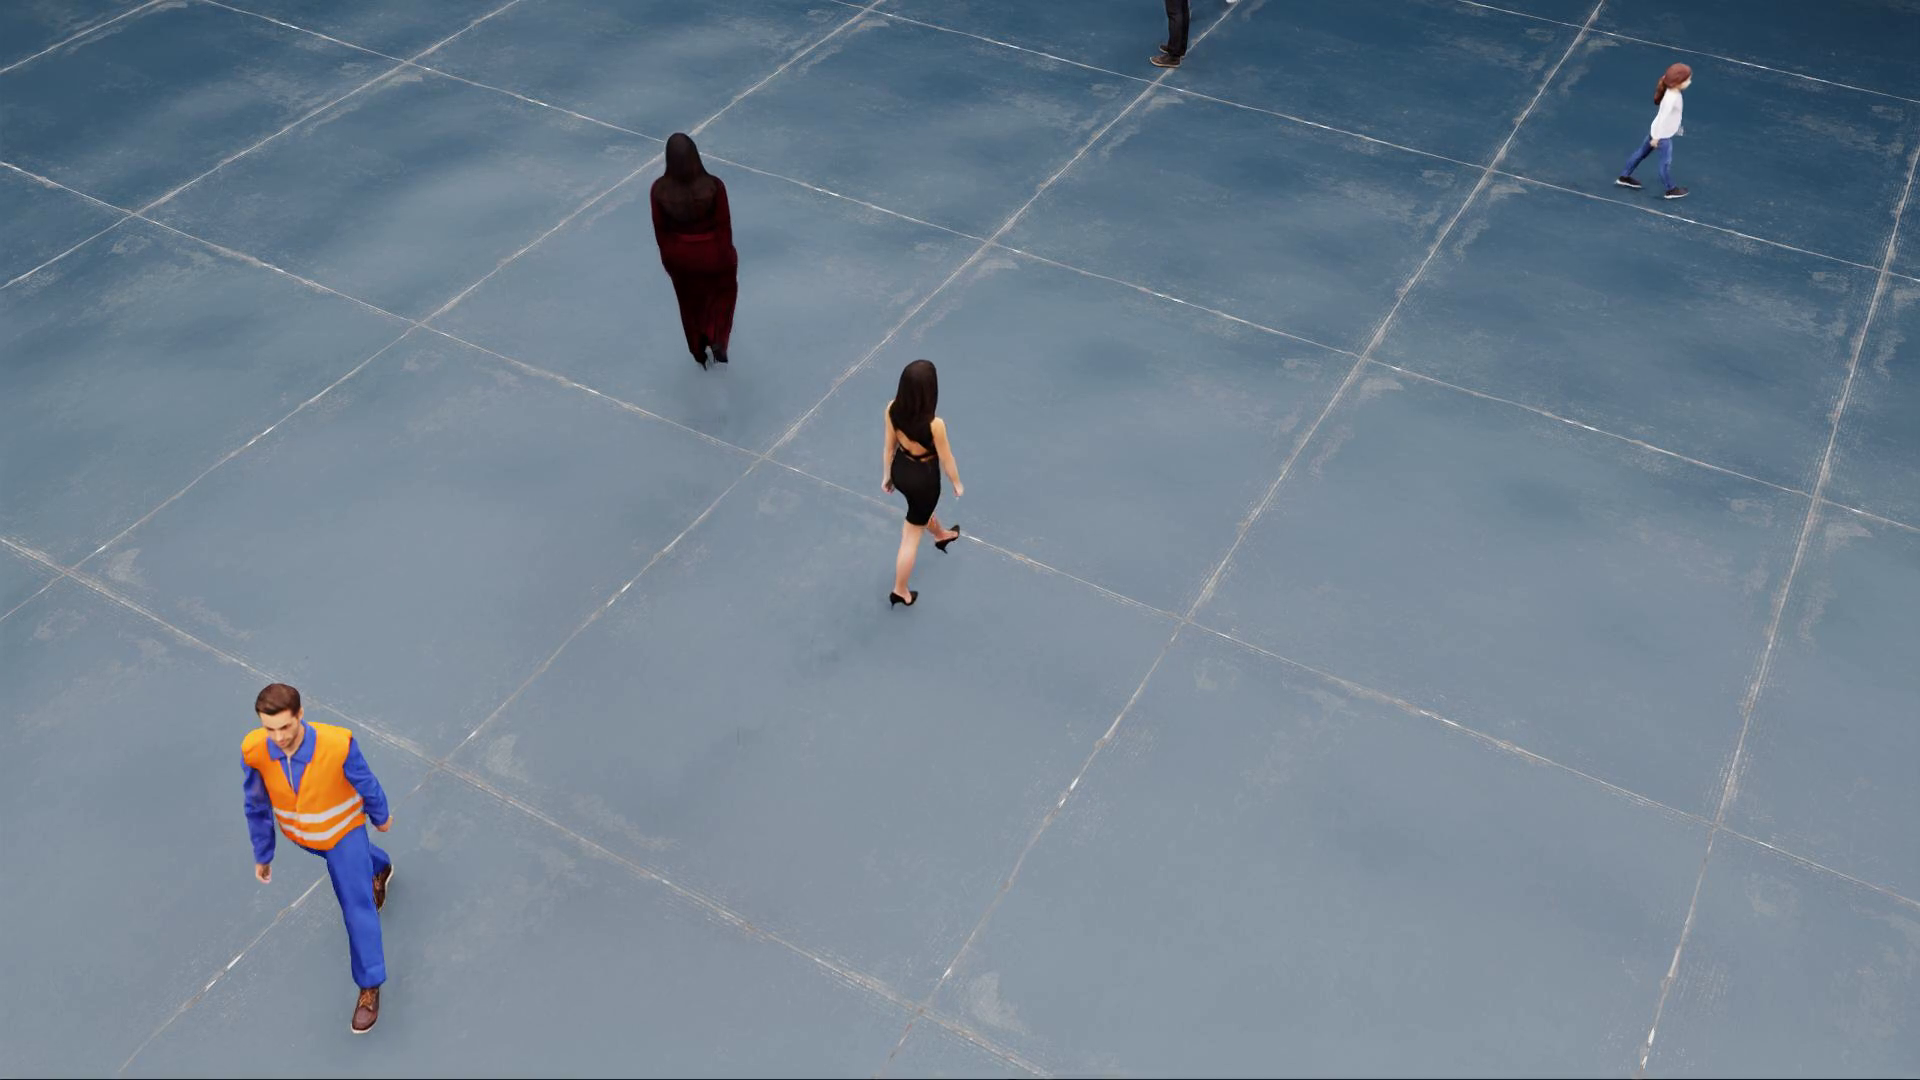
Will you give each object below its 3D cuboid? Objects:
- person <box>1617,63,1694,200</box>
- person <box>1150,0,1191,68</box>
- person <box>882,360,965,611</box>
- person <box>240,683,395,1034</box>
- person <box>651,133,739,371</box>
[{"bbox_3d":[5.410,-3.203,12.946,0.581,1.085,0.722,15,44,16],"label":"person"},{"bbox_3d":[1.898,-4.967,14.382,0.707,1.766,0.468,-1,42,-1],"label":"person"},{"bbox_3d":[-0.295,-0.250,9.298,0.656,1.617,1.001,28,49,27],"label":"person"},{"bbox_3d":[-2.849,1.239,7.515,1.132,1.811,1.337,-2,42,-2],"label":"person"},{"bbox_3d":[-1.722,-1.807,10.921,0.827,1.742,0.872,-1,42,-1],"label":"person"}]
